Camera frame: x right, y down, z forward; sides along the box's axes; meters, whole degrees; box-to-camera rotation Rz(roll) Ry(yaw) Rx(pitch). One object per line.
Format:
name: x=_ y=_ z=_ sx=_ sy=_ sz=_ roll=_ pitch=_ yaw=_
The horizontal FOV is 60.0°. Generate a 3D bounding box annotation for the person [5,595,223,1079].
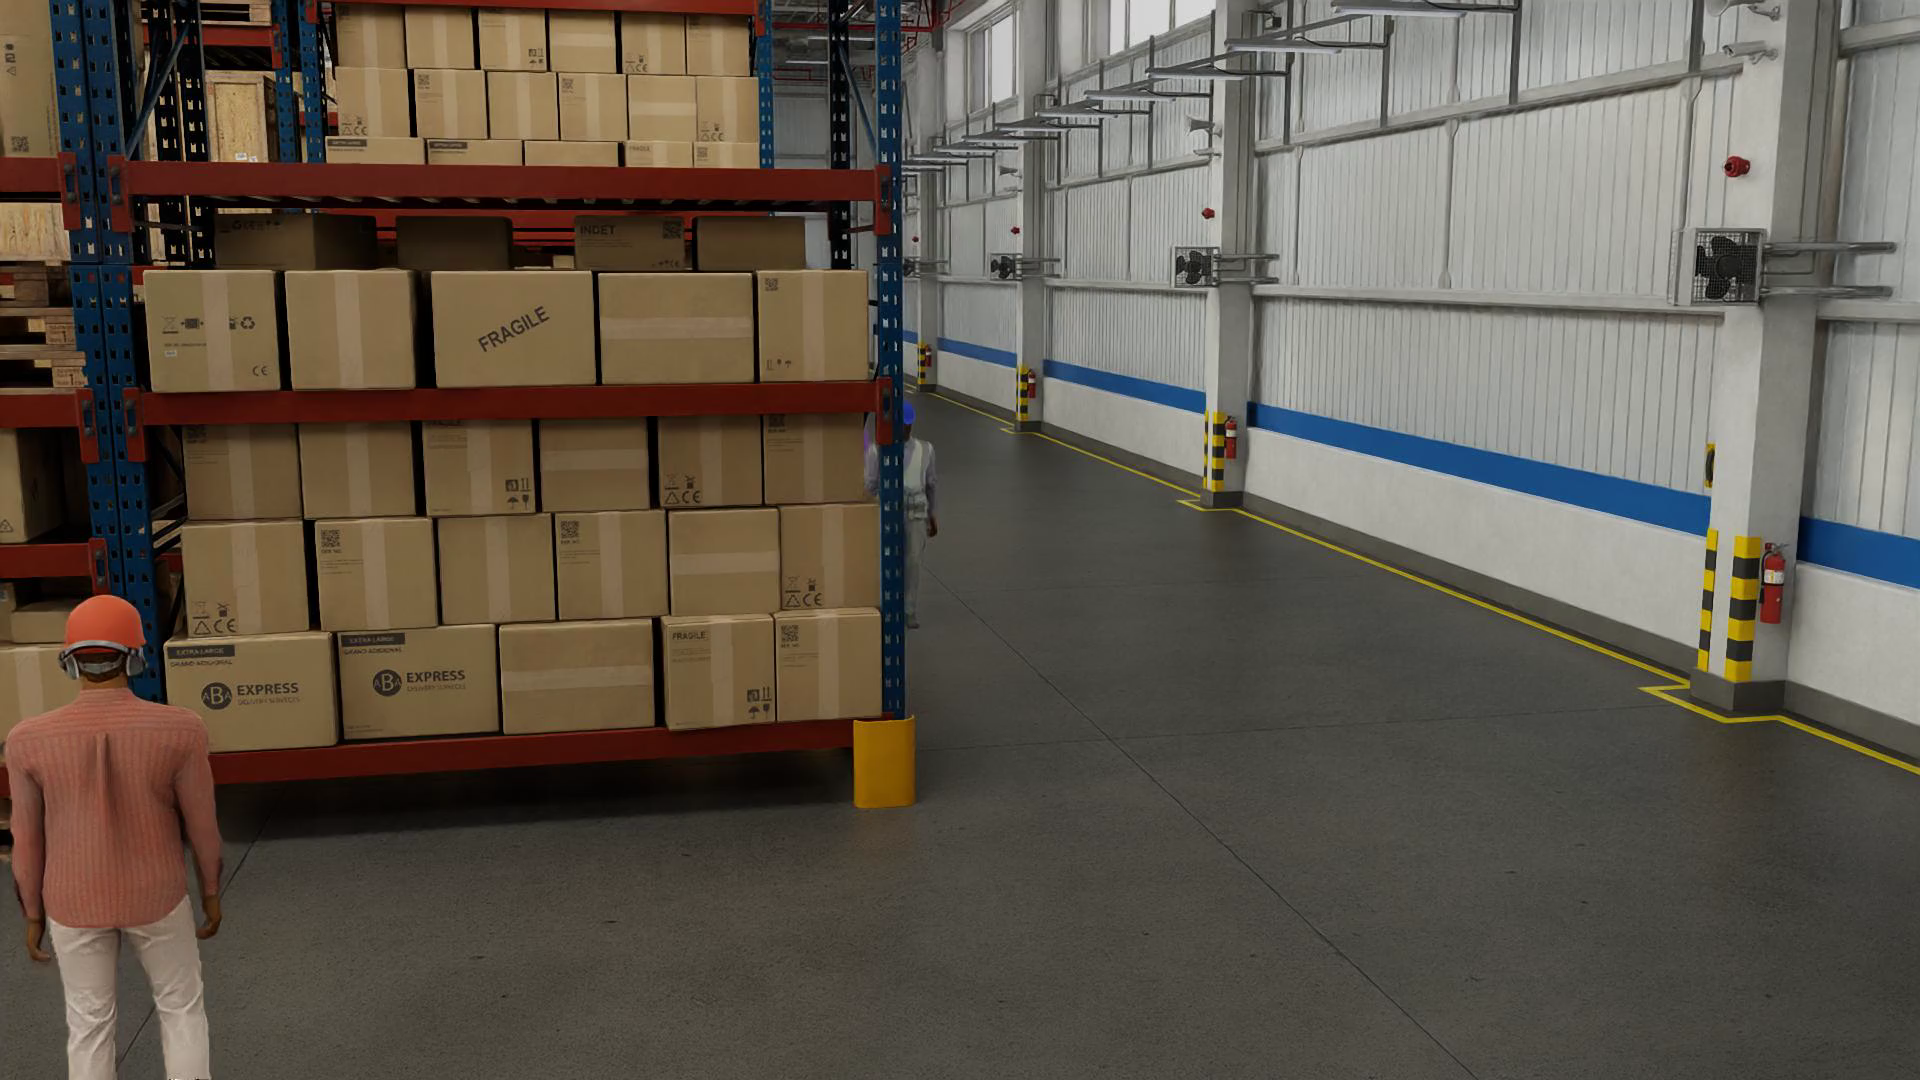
person: x=-2.749 y=1.164 z=5.454 sx=0.615 sy=1.984 sz=0.415 roll=-3 pitch=10 yaw=-20

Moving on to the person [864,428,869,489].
person: x=-1.112 y=-0.484 z=15.685 sx=0.589 sy=1.913 sz=0.630 roll=0 pitch=9 yaw=2

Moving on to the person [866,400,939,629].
person: x=-0.485 y=-0.215 z=13.997 sx=0.620 sy=1.933 sz=0.467 roll=-3 pitch=10 yaw=-17
